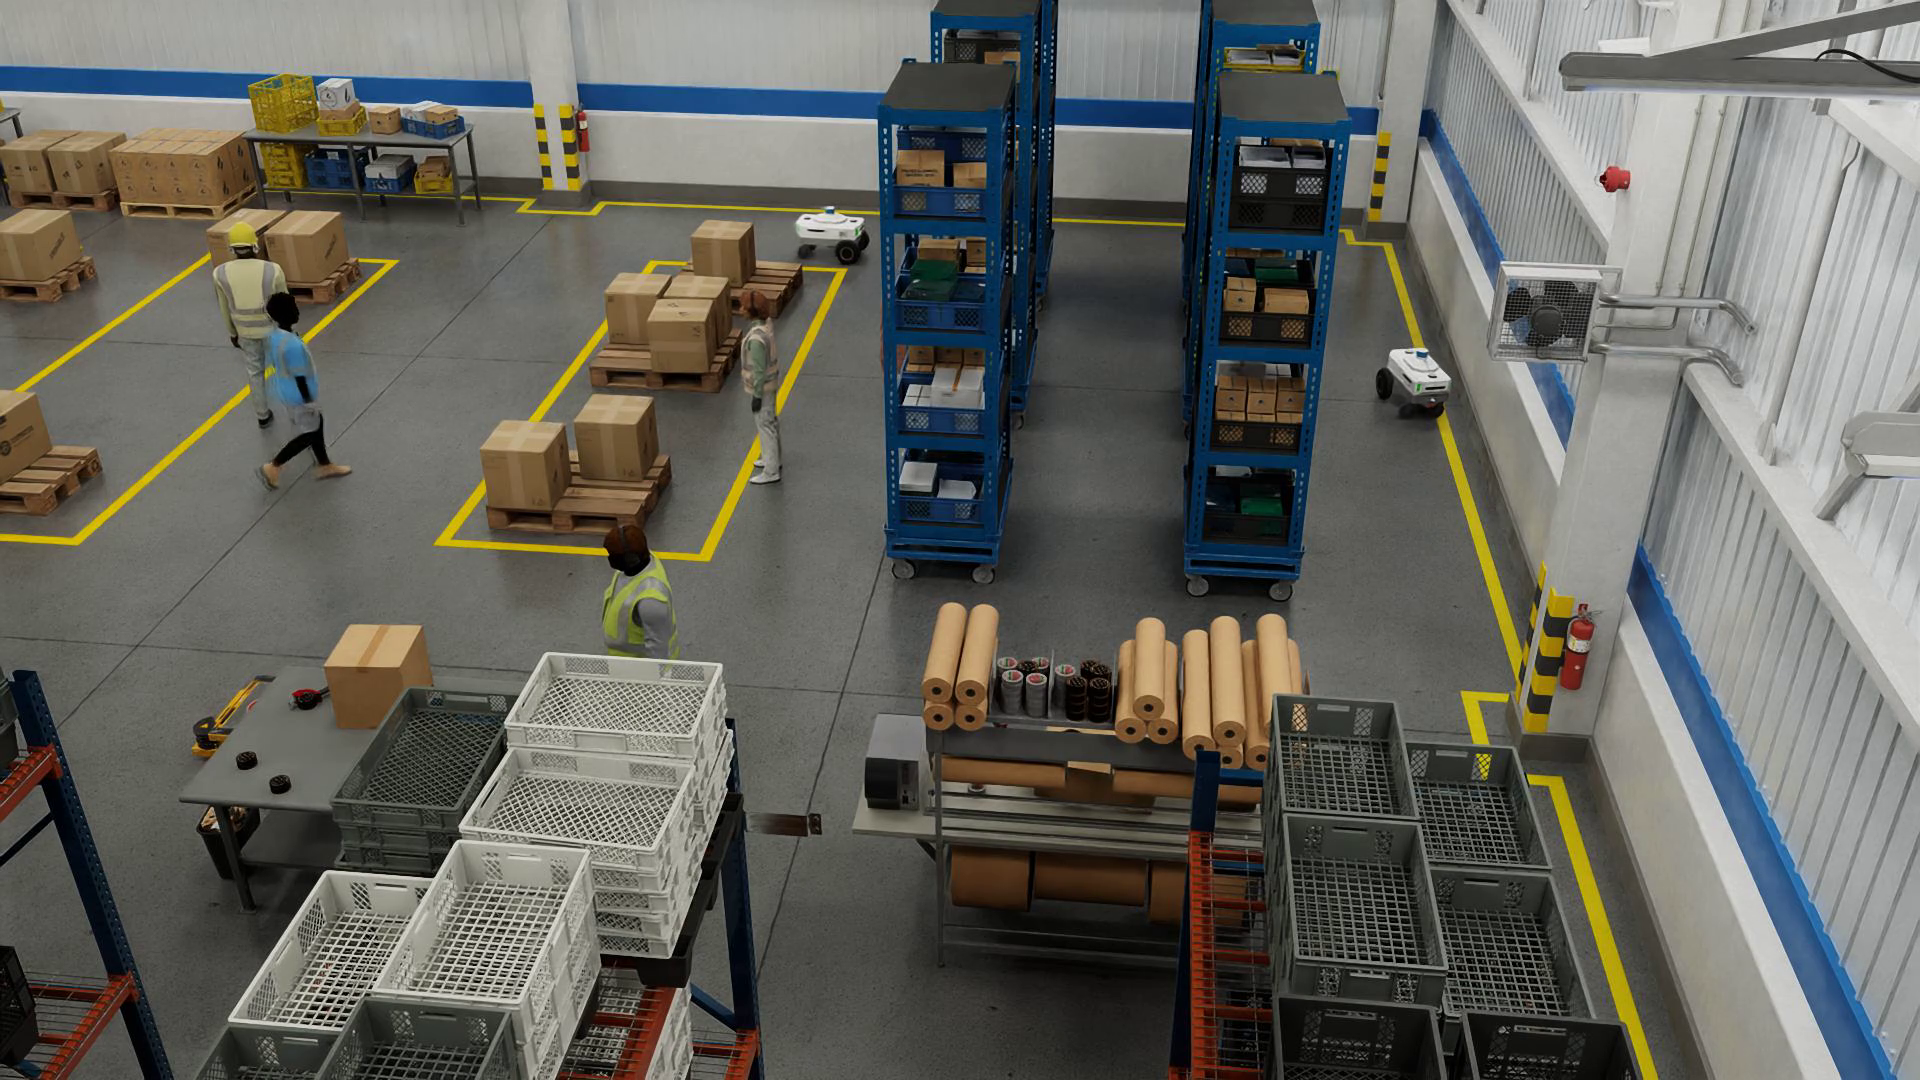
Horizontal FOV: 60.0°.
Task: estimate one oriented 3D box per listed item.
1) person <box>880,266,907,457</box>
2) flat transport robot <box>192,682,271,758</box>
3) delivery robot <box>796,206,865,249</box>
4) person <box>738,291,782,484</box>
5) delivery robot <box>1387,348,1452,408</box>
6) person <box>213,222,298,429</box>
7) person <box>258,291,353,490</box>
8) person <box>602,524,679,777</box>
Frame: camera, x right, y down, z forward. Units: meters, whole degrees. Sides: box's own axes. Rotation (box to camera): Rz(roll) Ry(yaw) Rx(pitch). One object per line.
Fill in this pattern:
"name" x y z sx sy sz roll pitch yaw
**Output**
"person" -0.333 -1.376 13.330 0.621 1.980 0.410 -2 30 -3
"flat transport robot" -4.089 1.163 10.648 1.431 0.197 0.652 3 30 6
"delivery robot" -1.408 -3.385 18.089 0.707 0.478 0.477 5 31 9
"person" -1.606 -1.236 13.424 0.311 1.634 0.531 0 30 0
"delivery robot" 4.085 -1.471 14.802 0.477 0.478 0.707 -5 31 -8
"person" -5.986 -1.830 14.259 0.598 1.824 0.403 -3 30 -6
"person" -5.342 -1.167 13.253 0.660 1.680 0.541 -15 34 -25
"person" -1.882 0.713 9.878 0.429 1.838 0.621 -10 32 -17
